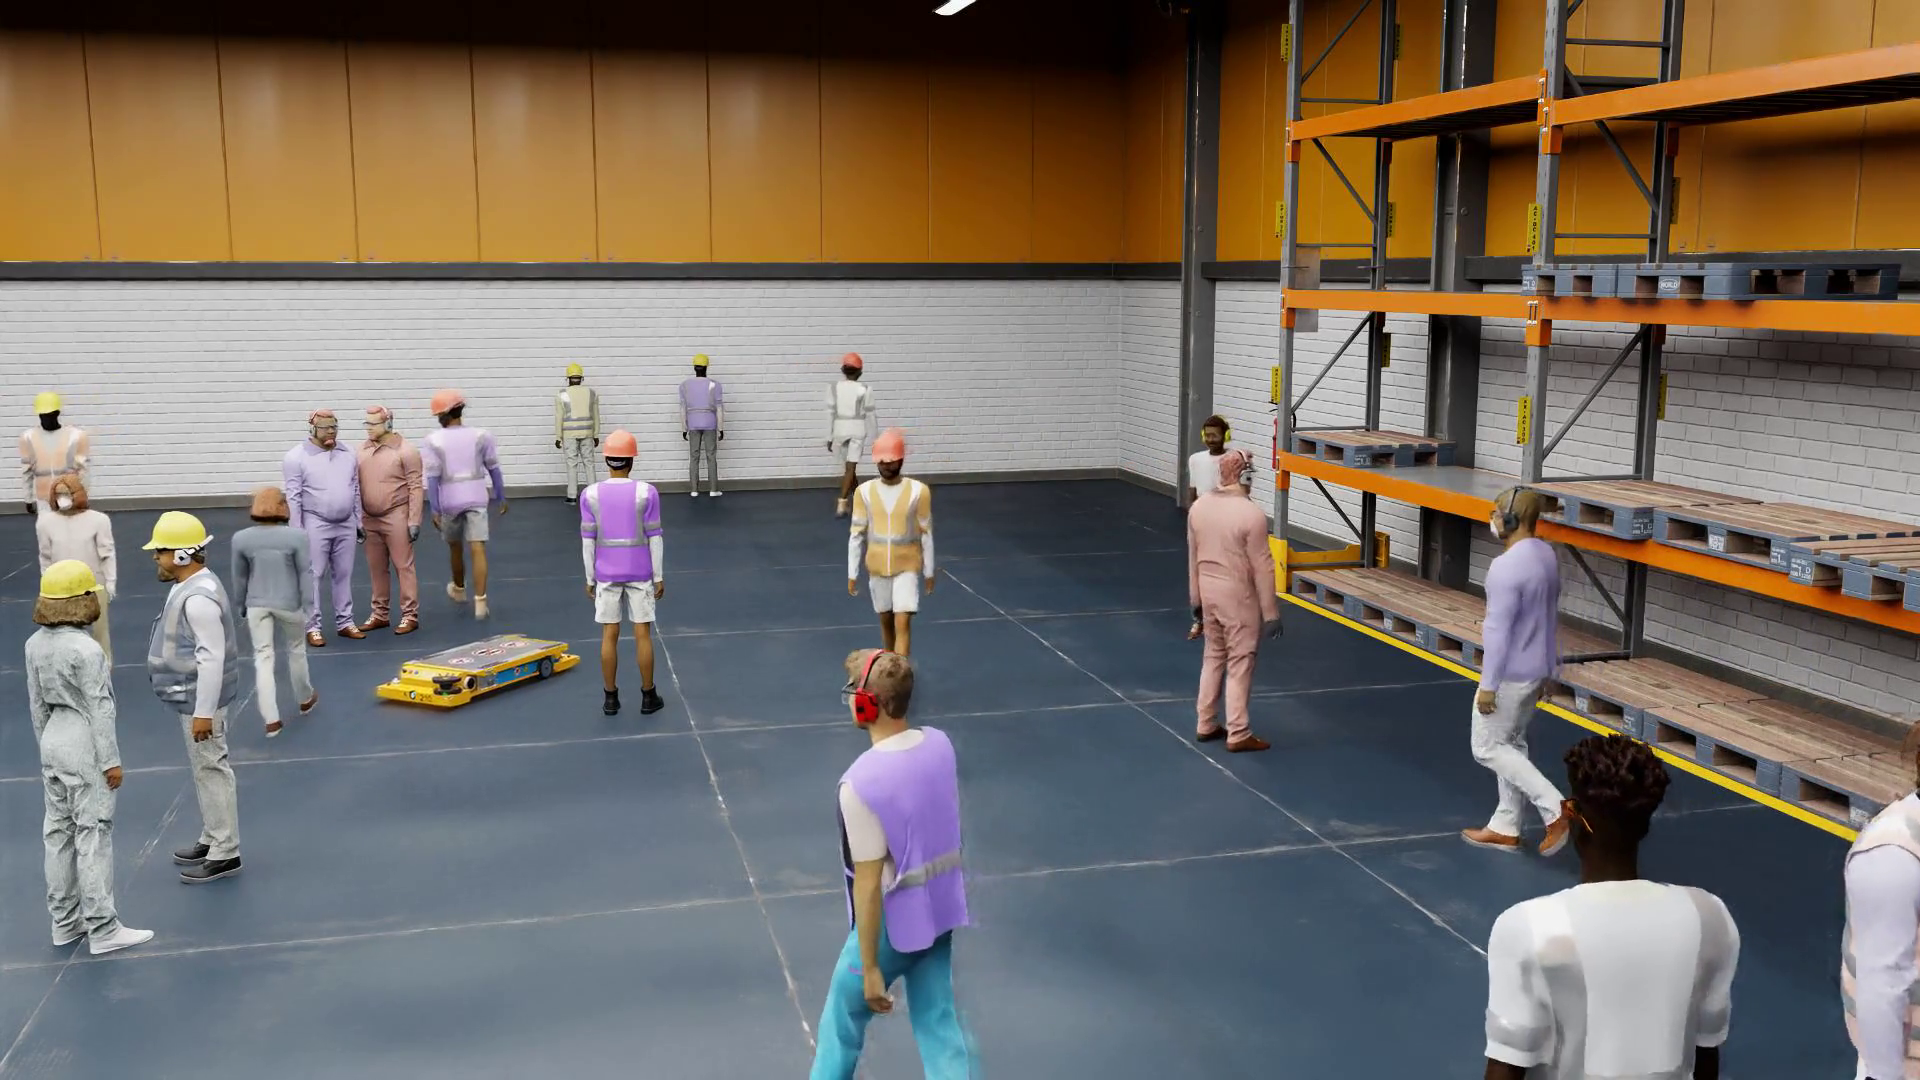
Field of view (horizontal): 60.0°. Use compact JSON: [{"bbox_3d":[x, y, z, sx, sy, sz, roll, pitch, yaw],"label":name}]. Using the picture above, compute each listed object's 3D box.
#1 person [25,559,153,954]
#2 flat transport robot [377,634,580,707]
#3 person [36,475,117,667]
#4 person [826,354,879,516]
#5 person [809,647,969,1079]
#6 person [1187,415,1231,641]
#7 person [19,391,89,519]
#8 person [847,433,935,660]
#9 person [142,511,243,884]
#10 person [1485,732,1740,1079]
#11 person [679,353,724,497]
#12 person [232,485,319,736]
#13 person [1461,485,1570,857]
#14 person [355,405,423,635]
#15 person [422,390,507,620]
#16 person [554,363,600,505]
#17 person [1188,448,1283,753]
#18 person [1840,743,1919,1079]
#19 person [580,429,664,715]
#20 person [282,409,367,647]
[{"bbox_3d":[-3.872,0.946,7.339,0.483,1.744,0.299,5,10,28],"label":"person"},{"bbox_3d":[-3.464,0.923,12.064,0.652,0.197,1.431,4,10,25],"label":"flat transport robot"},{"bbox_3d":[-6.159,0.337,11.623,0.516,1.581,0.856,-2,9,-13],"label":"person"},{"bbox_3d":[-1.320,-1.318,20.732,0.628,1.982,1.069,3,10,19],"label":"person"},{"bbox_3d":[-0.300,1.230,5.372,0.906,1.802,0.569,7,11,36],"label":"person"},{"bbox_3d":[2.074,-0.083,13.463,0.515,1.852,0.572,3,10,17],"label":"person"},{"bbox_3d":[-8.436,-0.450,15.574,0.588,1.906,0.597,-2,9,-15],"label":"person"},{"bbox_3d":[-0.497,0.204,11.521,0.578,1.883,0.991,2,9,10],"label":"person"},{"bbox_3d":[-3.769,0.765,8.196,0.403,1.830,0.600,-5,10,-28],"label":"person"},{"bbox_3d":[1.490,1.412,3.822,0.611,1.941,0.679,-1,9,-8],"label":"person"},{"bbox_3d":[-3.436,-1.523,22.180,0.587,1.928,0.363,0,9,2],"label":"person"},{"bbox_3d":[-4.492,0.432,10.967,0.526,1.593,0.801,-2,9,-10],"label":"person"},{"bbox_3d":[2.882,0.686,8.407,0.574,1.921,0.638,7,12,38],"label":"person"},{"bbox_3d":[-4.766,-0.166,13.781,0.651,1.904,0.403,3,10,19],"label":"person"},{"bbox_3d":[-4.311,-0.326,14.533,0.725,1.973,1.049,-4,10,-24],"label":"person"},{"bbox_3d":[-4.951,-1.366,21.494,0.593,1.832,0.403,-5,10,-30],"label":"person"},{"bbox_3d":[1.707,0.377,10.396,0.404,1.905,0.680,-5,11,-31],"label":"person"},{"bbox_3d":[2.593,1.350,4.587,0.633,1.820,0.699,-6,11,-32],"label":"person"},{"bbox_3d":[-2.271,0.223,11.247,0.542,1.939,0.362,0,9,-2],"label":"person"},{"bbox_3d":[-5.086,-0.107,13.410,0.405,1.904,0.653,7,12,39],"label":"person"}]
